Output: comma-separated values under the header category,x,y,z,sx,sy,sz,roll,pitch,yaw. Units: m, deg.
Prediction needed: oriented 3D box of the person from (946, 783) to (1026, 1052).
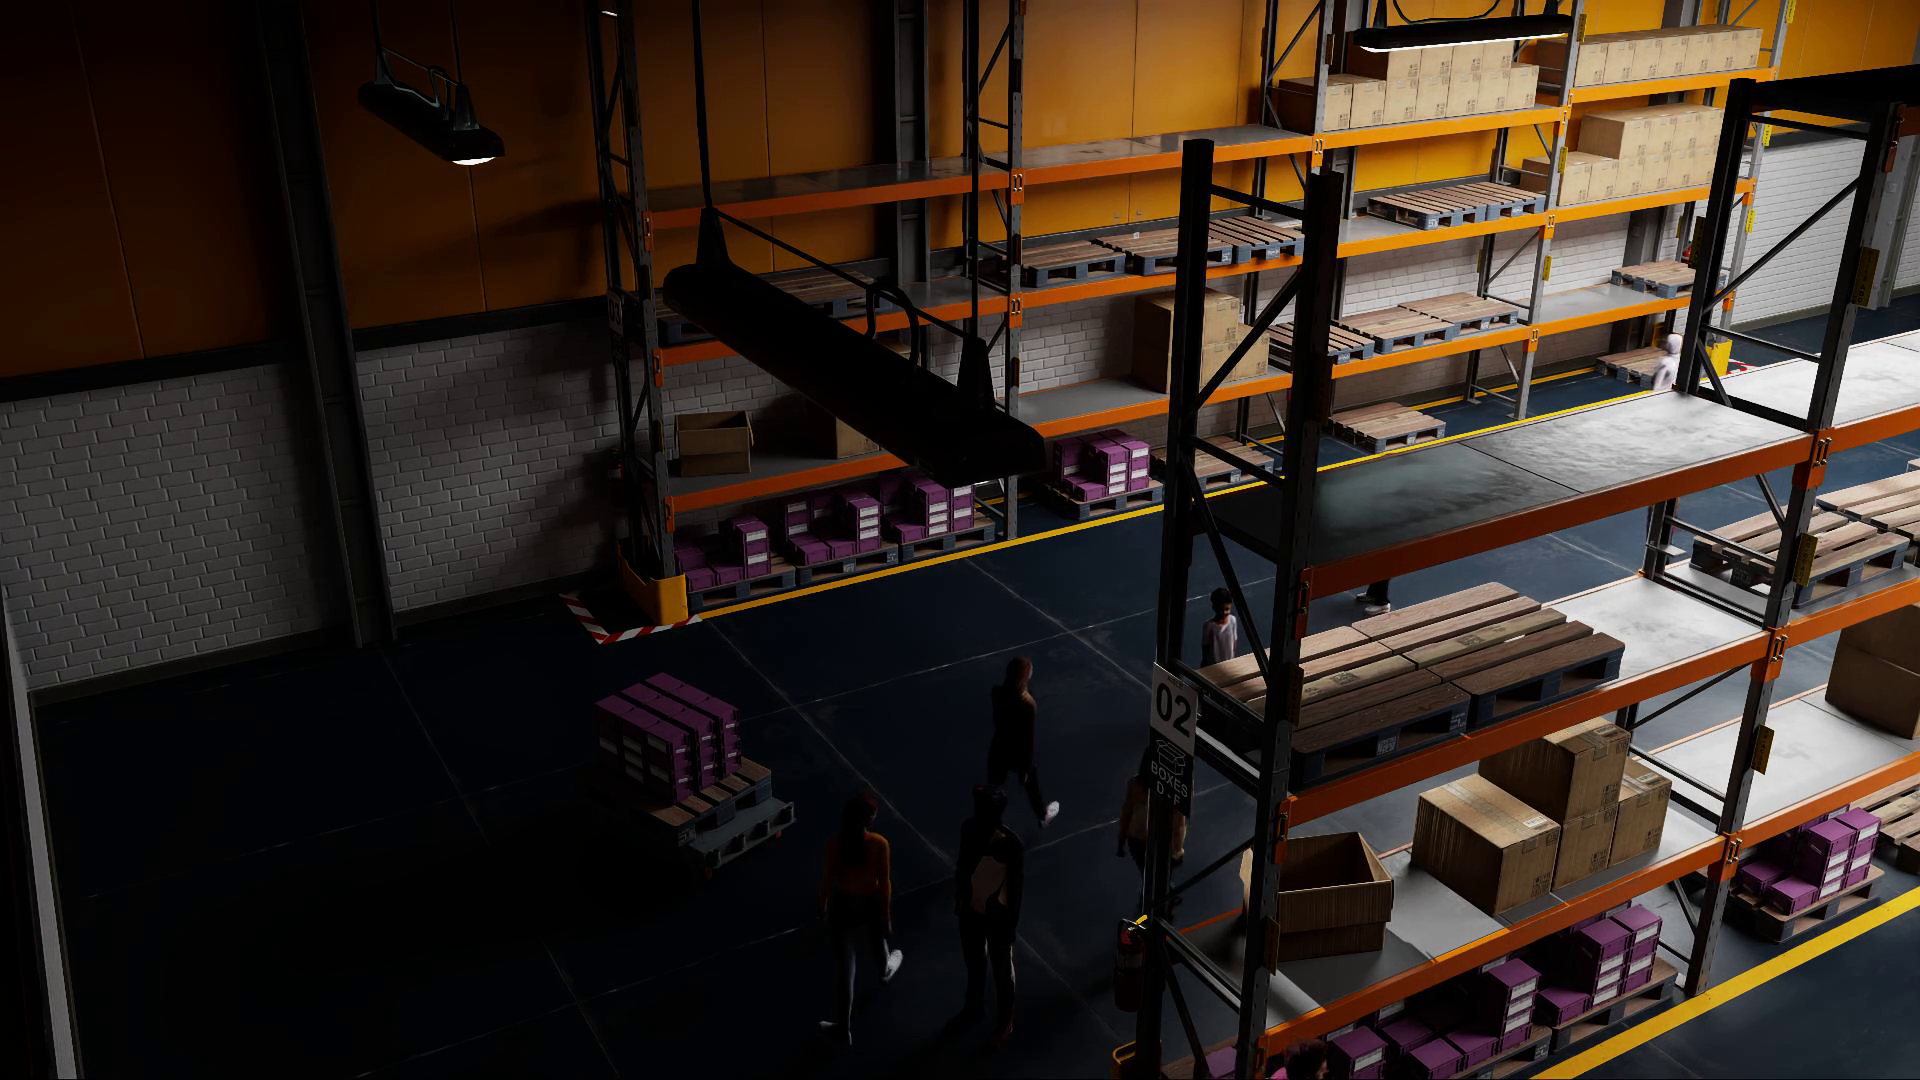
category,x,y,z,sx,sy,sz,roll,pitch,yaw
person,0.182,2.392,10.706,0.746,1.893,0.704,20,30,37

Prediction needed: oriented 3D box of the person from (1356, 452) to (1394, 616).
category,x,y,z,sx,sy,sz,roll,pitch,yaw
person,4.230,-0.090,16.642,0.771,1.686,0.757,0,24,0

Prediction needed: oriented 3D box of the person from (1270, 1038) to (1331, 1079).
category,x,y,z,sx,sy,sz,roll,pitch,yaw
person,1.588,3.336,8.652,1.241,1.807,1.055,2,24,4

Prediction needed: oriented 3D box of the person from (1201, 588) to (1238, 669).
category,x,y,z,sx,sy,sz,roll,pitch,yaw
person,2.285,1.000,14.682,0.507,1.257,0.600,-5,24,-10

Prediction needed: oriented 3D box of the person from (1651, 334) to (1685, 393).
category,x,y,z,sx,sy,sz,roll,pitch,yaw
person,8.466,-1.601,19.985,0.479,1.776,0.681,-15,28,-31

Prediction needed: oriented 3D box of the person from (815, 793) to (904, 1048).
category,x,y,z,sx,sy,sz,roll,pitch,yaw
person,-0.664,2.470,10.748,1.132,1.715,1.092,-2,24,-4

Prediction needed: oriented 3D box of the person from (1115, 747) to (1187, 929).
category,x,y,z,sx,sy,sz,roll,pitch,yaw
person,1.396,2.129,11.622,0.911,1.640,1.157,18,29,35

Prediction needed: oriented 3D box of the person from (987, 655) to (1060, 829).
category,x,y,z,sx,sy,sz,roll,pitch,yaw
person,0.326,1.702,12.599,0.911,1.641,1.211,17,29,33
